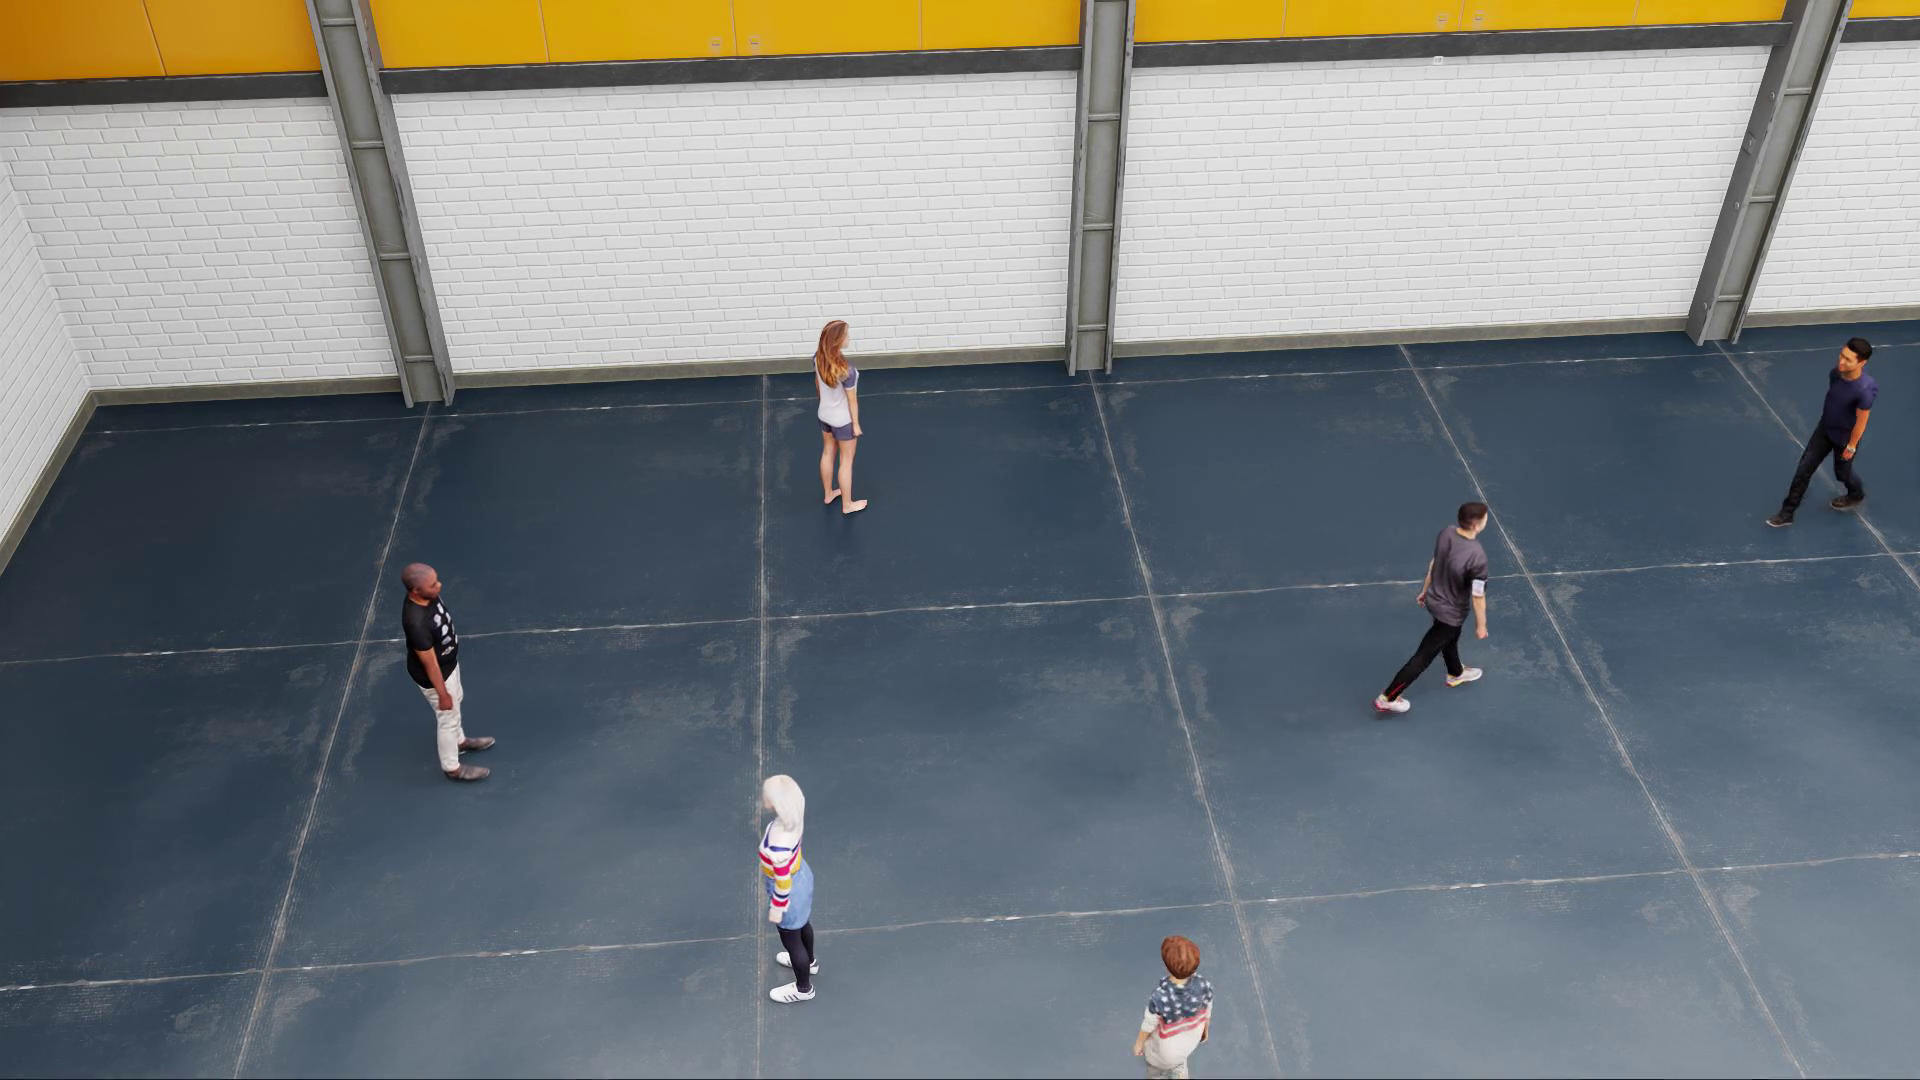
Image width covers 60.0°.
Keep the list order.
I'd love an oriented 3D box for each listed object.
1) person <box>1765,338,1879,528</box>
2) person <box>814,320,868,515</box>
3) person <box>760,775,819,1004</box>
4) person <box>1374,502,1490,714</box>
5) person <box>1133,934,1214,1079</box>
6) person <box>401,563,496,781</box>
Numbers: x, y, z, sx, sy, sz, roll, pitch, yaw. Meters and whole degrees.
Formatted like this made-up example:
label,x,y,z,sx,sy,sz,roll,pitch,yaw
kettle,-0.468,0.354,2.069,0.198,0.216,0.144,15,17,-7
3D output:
label,x,y,z,sx,sy,sz,roll,pitch,yaw
person,6.994,-0.835,13.092,1.206,1.737,0.825,-11,40,-13
person,-0.982,-0.986,13.287,0.725,1.729,0.683,-32,48,-33
person,-0.970,1.978,9.510,0.588,1.811,0.692,4,39,5
person,3.270,0.504,11.428,1.228,1.722,0.855,-12,40,-15
person,1.179,2.694,8.914,0.626,1.435,0.711,-16,41,-20
person,-3.445,0.853,10.927,0.640,1.801,0.682,-7,39,-9
